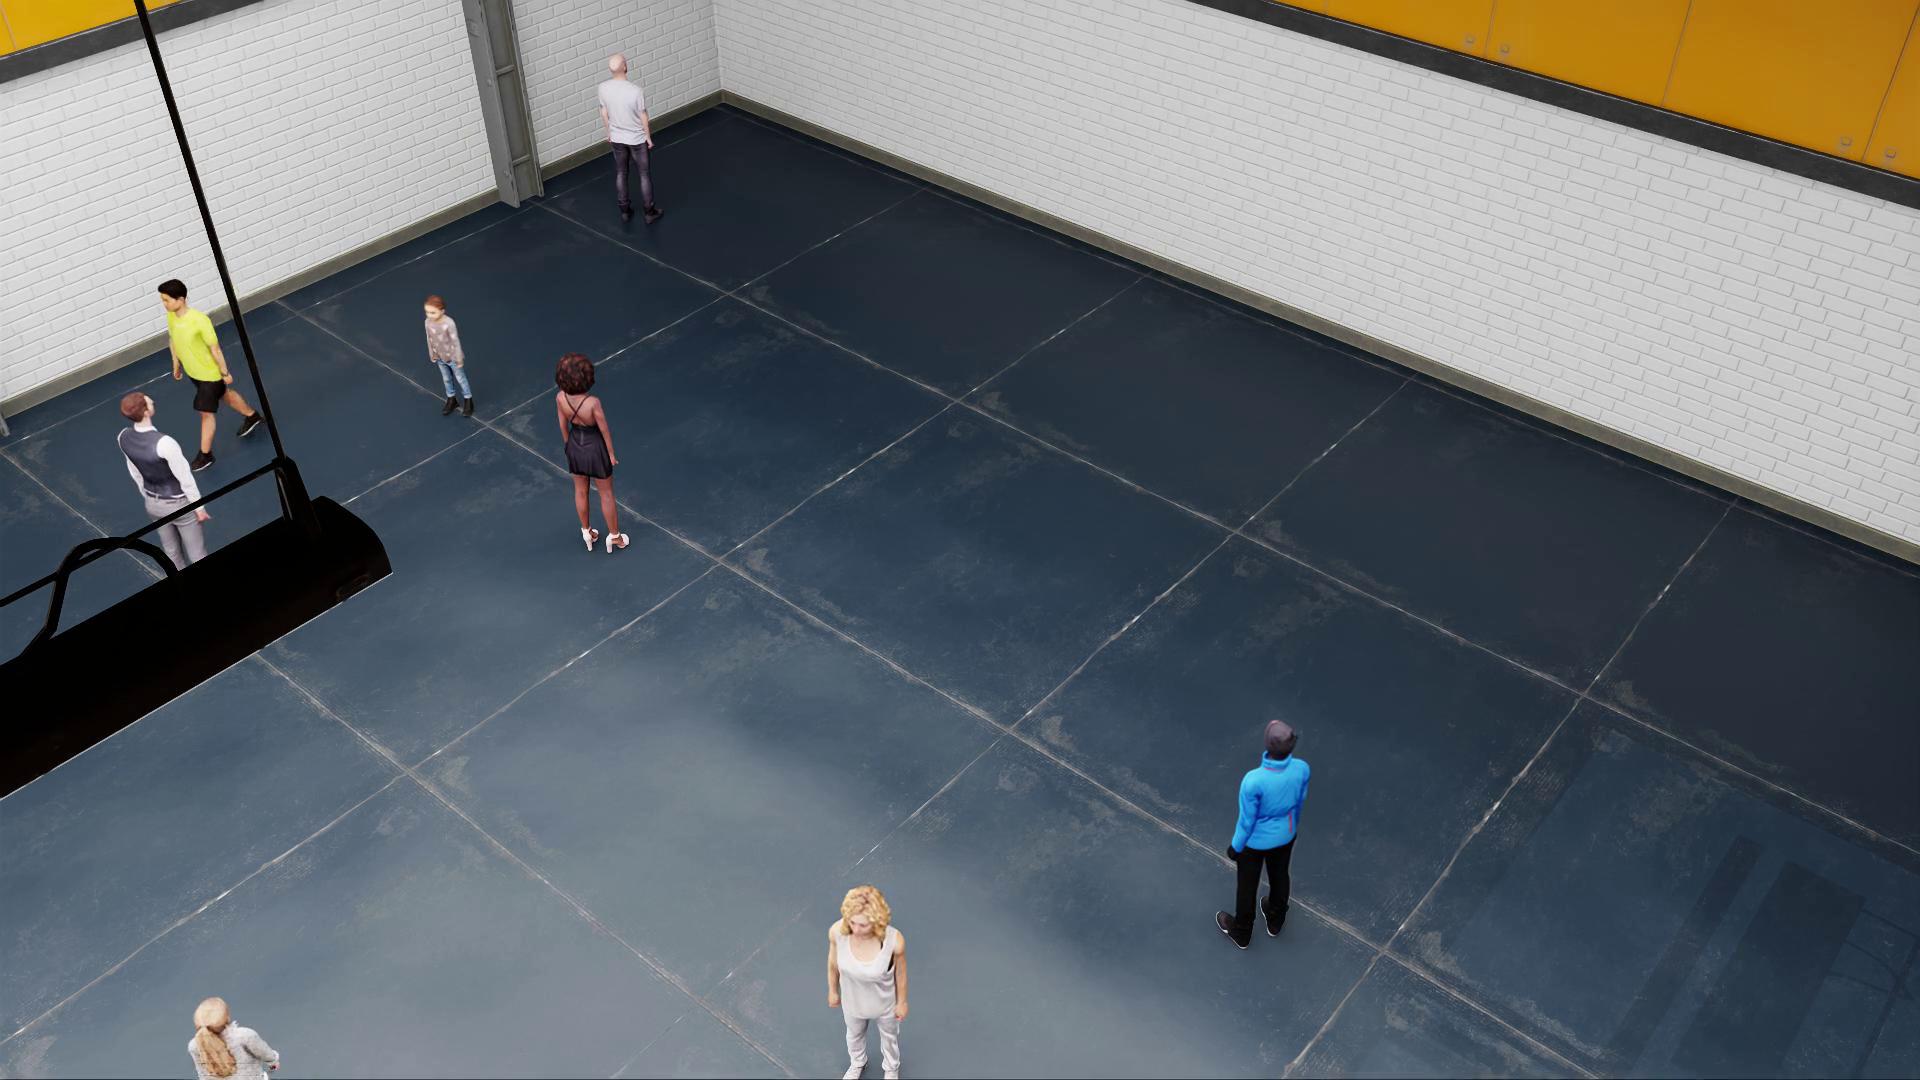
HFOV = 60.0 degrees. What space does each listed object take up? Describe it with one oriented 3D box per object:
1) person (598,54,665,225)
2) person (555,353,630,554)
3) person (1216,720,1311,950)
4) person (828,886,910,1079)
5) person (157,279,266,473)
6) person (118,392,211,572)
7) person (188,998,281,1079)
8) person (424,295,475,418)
[{"bbox_3d":[-3.467,-4.189,17.377,0.749,1.833,0.750,8,39,10],"label":"person"},{"bbox_3d":[-2.904,-0.665,13.001,0.648,1.788,0.657,10,40,13],"label":"person"},{"bbox_3d":[1.835,1.770,9.946,0.621,1.794,0.750,-15,41,-18],"label":"person"},{"bbox_3d":[-0.489,2.481,9.155,0.688,1.670,0.690,7,39,9],"label":"person"},{"bbox_3d":[-6.370,-1.492,14.136,0.749,1.663,1.146,21,43,24],"label":"person"},{"bbox_3d":[-5.881,-0.274,12.392,0.730,1.937,0.703,12,40,14],"label":"person"},{"bbox_3d":[-3.868,2.947,8.914,0.866,1.244,0.895,-6,39,-8],"label":"person"},{"bbox_3d":[-4.527,-1.648,14.709,0.536,1.193,0.556,10,40,12],"label":"person"}]
